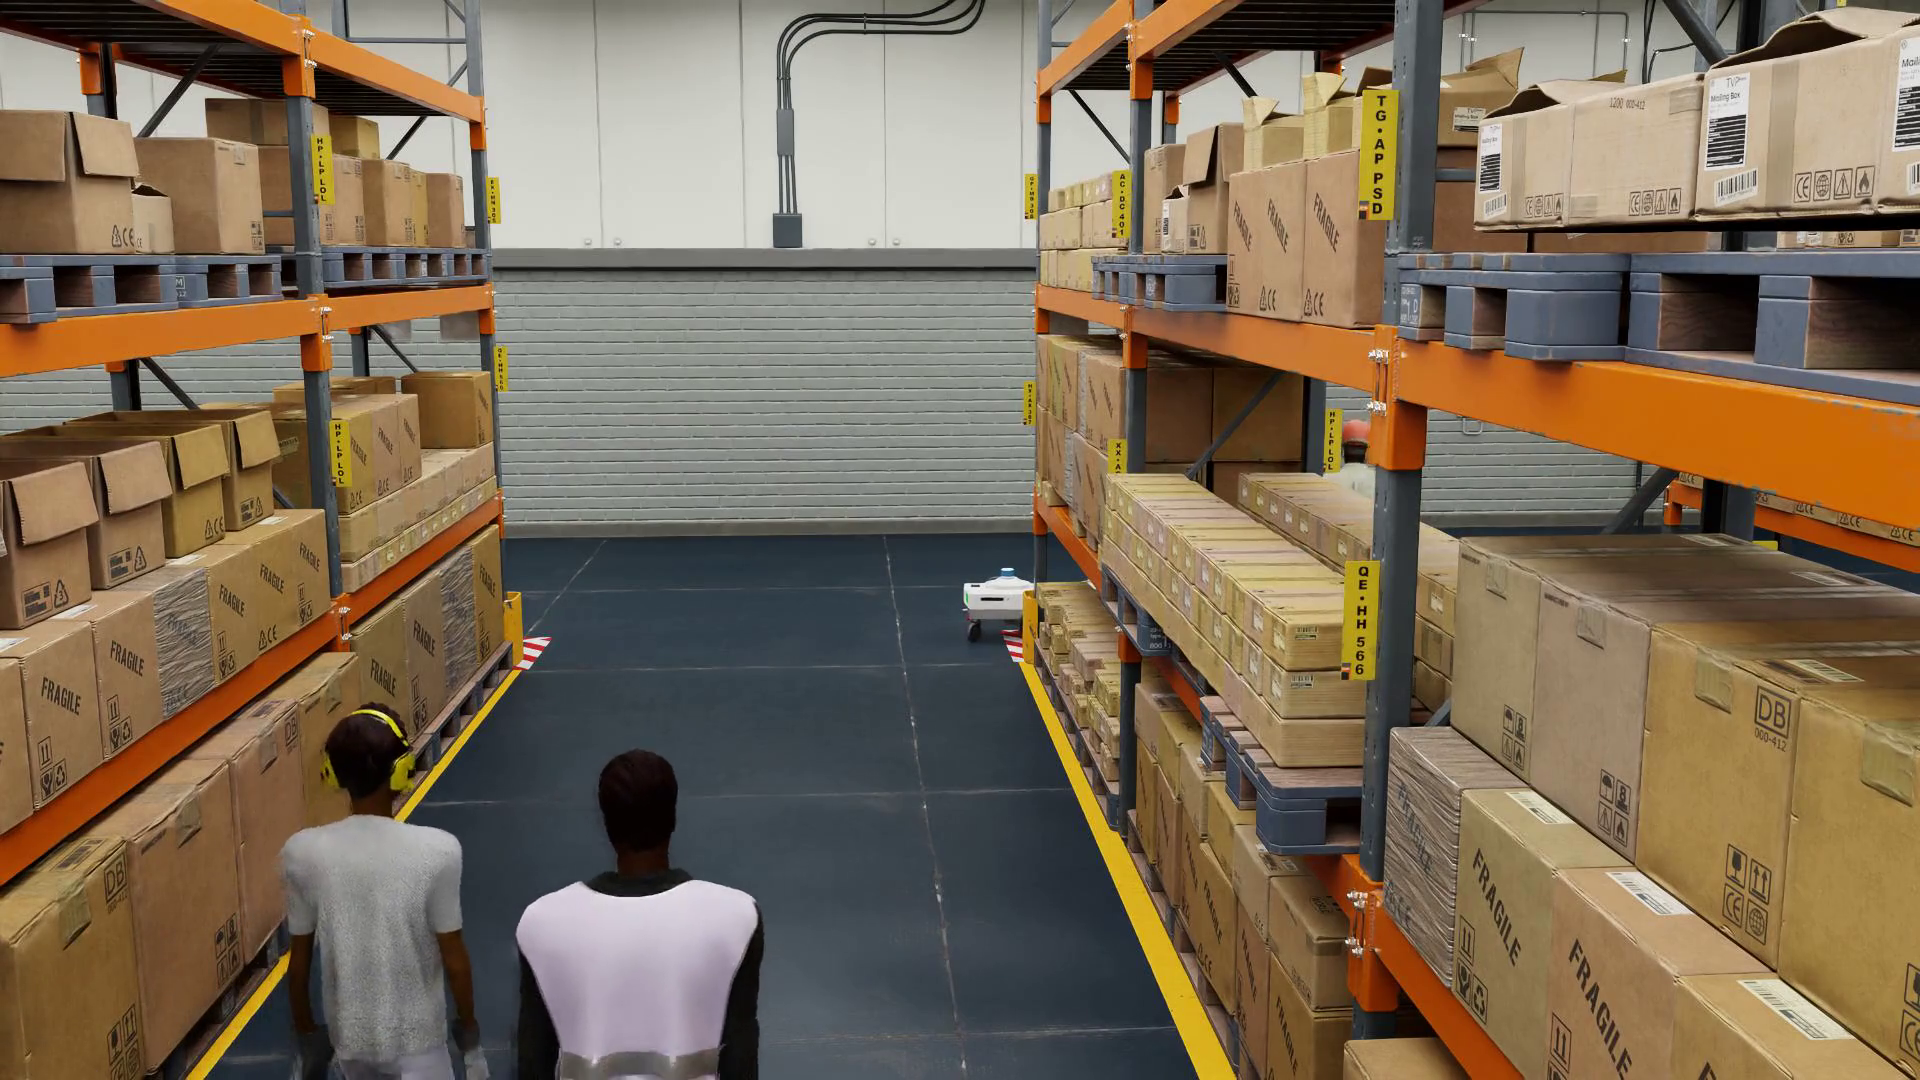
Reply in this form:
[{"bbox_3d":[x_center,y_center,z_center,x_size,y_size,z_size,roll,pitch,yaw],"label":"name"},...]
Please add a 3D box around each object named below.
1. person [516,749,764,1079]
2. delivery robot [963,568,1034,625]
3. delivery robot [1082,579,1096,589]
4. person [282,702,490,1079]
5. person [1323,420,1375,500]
[{"bbox_3d":[-0.766,1.445,3.992,0.601,1.870,0.979,-1,10,-3],"label":"person"},{"bbox_3d":[0.379,0.467,13.285,0.707,0.478,0.477,0,10,1],"label":"delivery robot"},{"bbox_3d":[1.063,0.491,13.146,0.707,0.478,0.477,-6,11,-30],"label":"delivery robot"},{"bbox_3d":[-1.549,1.360,4.477,0.528,1.858,0.612,1,10,7],"label":"person"},{"bbox_3d":[2.687,0.148,11.386,0.641,1.933,1.053,1,10,6],"label":"person"}]
